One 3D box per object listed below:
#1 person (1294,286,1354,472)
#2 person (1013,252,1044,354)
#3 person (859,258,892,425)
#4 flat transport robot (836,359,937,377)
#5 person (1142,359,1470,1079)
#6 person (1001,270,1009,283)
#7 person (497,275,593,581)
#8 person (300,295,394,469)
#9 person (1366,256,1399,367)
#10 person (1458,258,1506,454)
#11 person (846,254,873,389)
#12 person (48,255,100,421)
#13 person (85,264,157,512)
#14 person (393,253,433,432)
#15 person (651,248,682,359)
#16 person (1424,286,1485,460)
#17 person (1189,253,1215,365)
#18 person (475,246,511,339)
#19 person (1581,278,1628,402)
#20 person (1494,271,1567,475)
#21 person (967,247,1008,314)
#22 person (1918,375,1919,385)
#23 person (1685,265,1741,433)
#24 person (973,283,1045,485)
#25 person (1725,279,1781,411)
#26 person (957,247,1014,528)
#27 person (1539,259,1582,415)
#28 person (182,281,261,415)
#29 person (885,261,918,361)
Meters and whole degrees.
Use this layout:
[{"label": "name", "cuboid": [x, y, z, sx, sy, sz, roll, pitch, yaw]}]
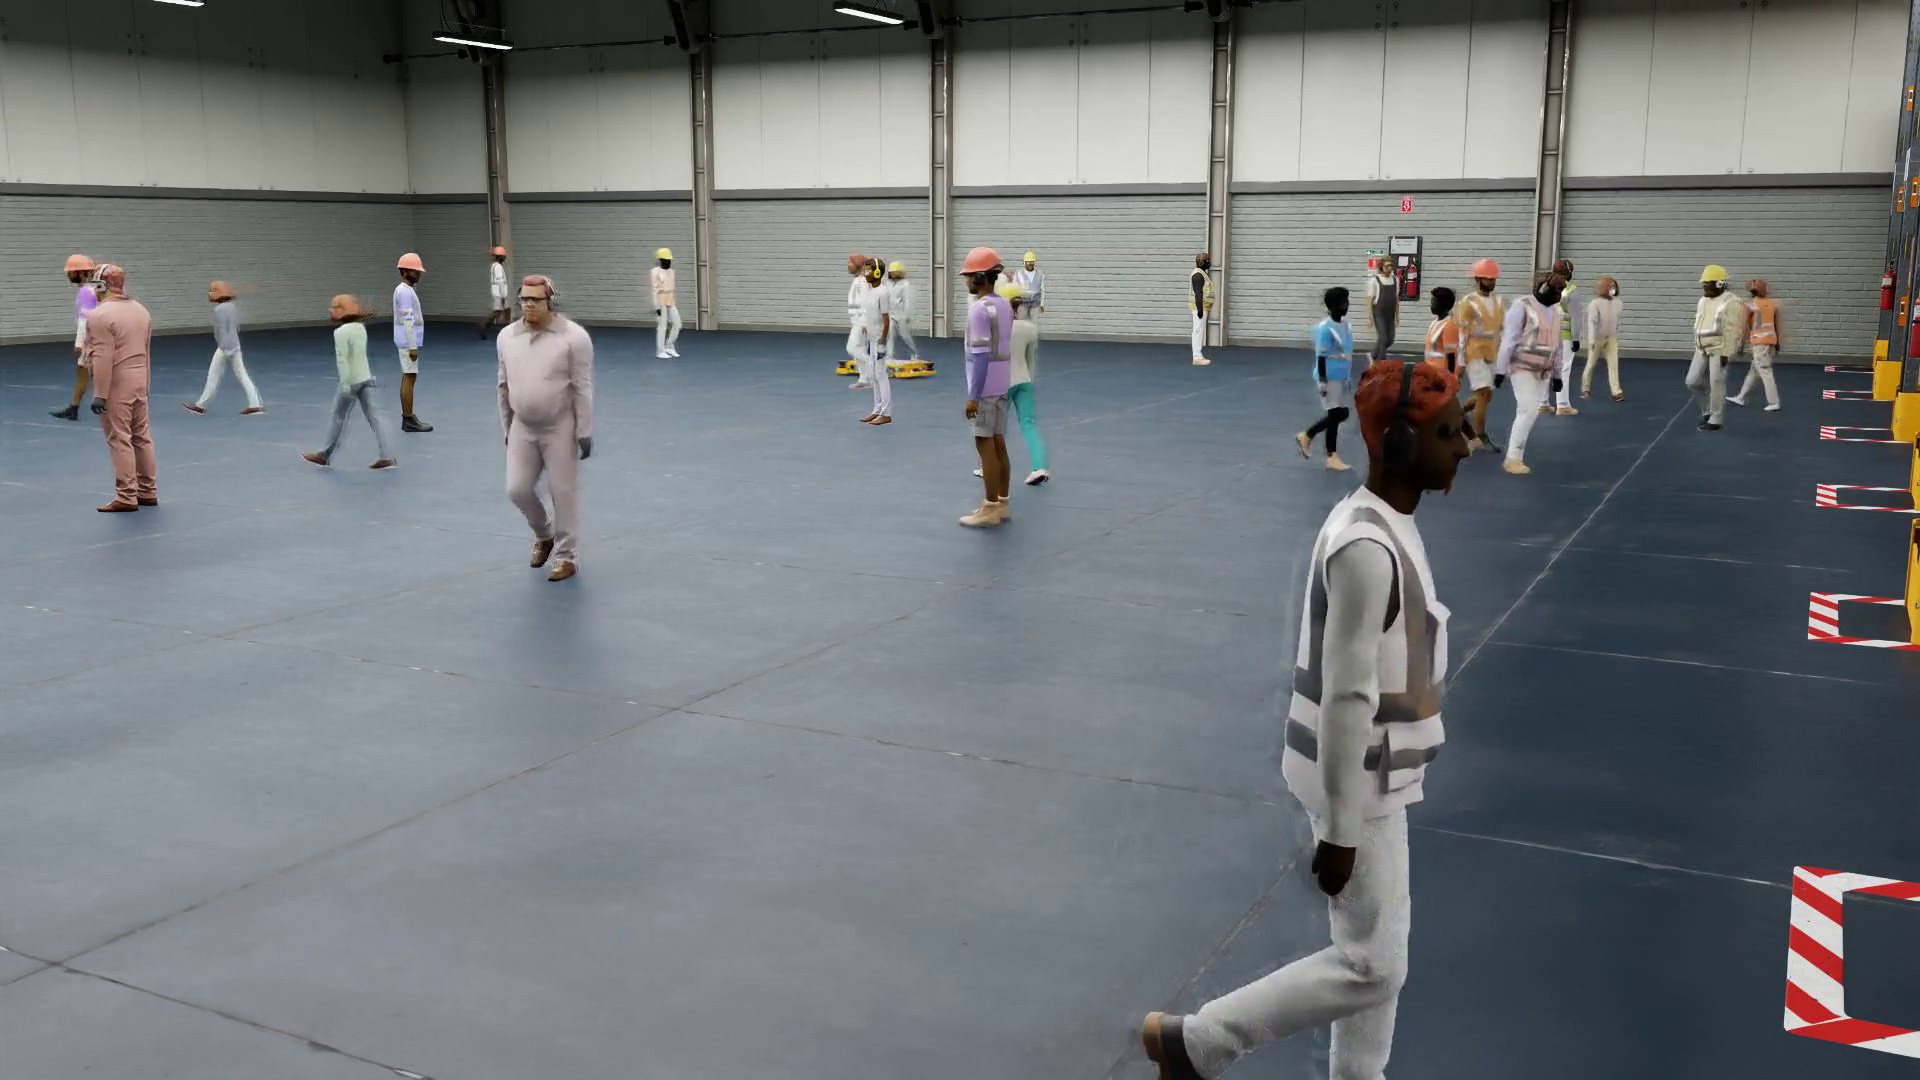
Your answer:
[{"label": "person", "cuboid": [3.340, -1.474, 15.152, 0.572, 1.677, 0.540, 8, 13, 36]}, {"label": "person", "cuboid": [1.244, -4.267, 29.966, 0.590, 1.833, 0.404, -3, 11, -14]}, {"label": "person", "cuboid": [-0.950, -2.234, 18.781, 0.322, 1.871, 0.531, -4, 11, -19]}, {"label": "flat transport robot", "cuboid": [-1.118, -2.619, 25.241, 1.431, 0.197, 0.652, 7, 13, 34]}, {"label": "person", "cuboid": [0.793, 0.532, 3.692, 0.628, 1.870, 0.590, 3, 11, 15]}, {"label": "person", "cuboid": [0.682, -3.398, 25.877, 0.853, 1.592, 0.519, -2, 11, -9]}, {"label": "person", "cuboid": [-2.572, -0.689, 10.310, 0.651, 1.893, 0.443, 2, 11, 9]}, {"label": "person", "cuboid": [-5.586, -1.424, 15.131, 0.874, 1.588, 0.508, 2, 11, 12]}, {"label": "person", "cuboid": [6.425, -3.414, 25.338, 0.523, 1.824, 0.678, -4, 11, -21]}, {"label": "person", "cuboid": [5.113, -1.834, 16.500, 0.548, 1.911, 0.791, -7, 12, -33]}, {"label": "person", "cuboid": [-1.405, -3.002, 22.953, 0.413, 1.869, 0.599, -2, 11, -10]}, {"label": "person", "cuboid": [-10.032, -2.289, 19.005, 0.934, 1.890, 0.565, -5, 11, -24]}, {"label": "person", "cuboid": [-6.525, -1.171, 12.886, 0.407, 1.906, 0.655, 1, 10, 6]}, {"label": "person", "cuboid": [-5.975, -2.146, 18.131, 0.376, 1.932, 0.543, -4, 11, -20]}, {"label": "person", "cuboid": [-5.058, -4.084, 28.760, 0.514, 1.905, 0.607, 6, 12, 29]}, {"label": "person", "cuboid": [4.593, -1.567, 15.712, 0.845, 1.661, 0.538, 1, 10, 3]}, {"label": "person", "cuboid": [4.004, -3.823, 27.527, 0.429, 1.844, 0.625, 2, 11, 12]}, {"label": "person", "cuboid": [-9.470, -5.046, 33.998, 0.870, 1.913, 0.550, -3, 11, -15]}, {"label": "person", "cuboid": [8.302, -2.577, 21.418, 0.515, 1.576, 0.882, -2, 11, -13]}, {"label": "person", "cuboid": [5.108, -1.473, 14.804, 0.702, 1.807, 0.555, -6, 12, -31]}, {"label": "person", "cuboid": [0.407, -3.111, 23.302, 0.606, 1.970, 0.757, -4, 11, -22]}, {"label": "person", "cuboid": [12.190, -2.452, 20.691, 0.351, 1.611, 0.606, -5, 11, -23]}, {"label": "person", "cuboid": [8.127, -2.055, 17.952, 0.421, 1.811, 0.599, -4, 11, -19]}, {"label": "person", "cuboid": [0.448, -1.343, 14.329, 0.534, 1.727, 0.915, -6, 12, -32]}, {"label": "person", "cuboid": [9.763, -2.381, 20.323, 0.528, 1.585, 0.816, -5, 12, -26]}, {"label": "person", "cuboid": [0.169, -1.107, 12.170, 0.396, 2.038, 0.614, 4, 11, 21]}, {"label": "person", "cuboid": [7.142, -2.411, 19.824, 0.429, 1.844, 0.627, -6, 12, -30]}, {"label": "person", "cuboid": [-8.773, -2.262, 19.715, 0.878, 1.578, 0.510, 0, 10, -1]}, {"label": "person", "cuboid": [-0.983, -3.664, 27.002, 0.492, 1.719, 0.774, 6, 12, 31]}]
